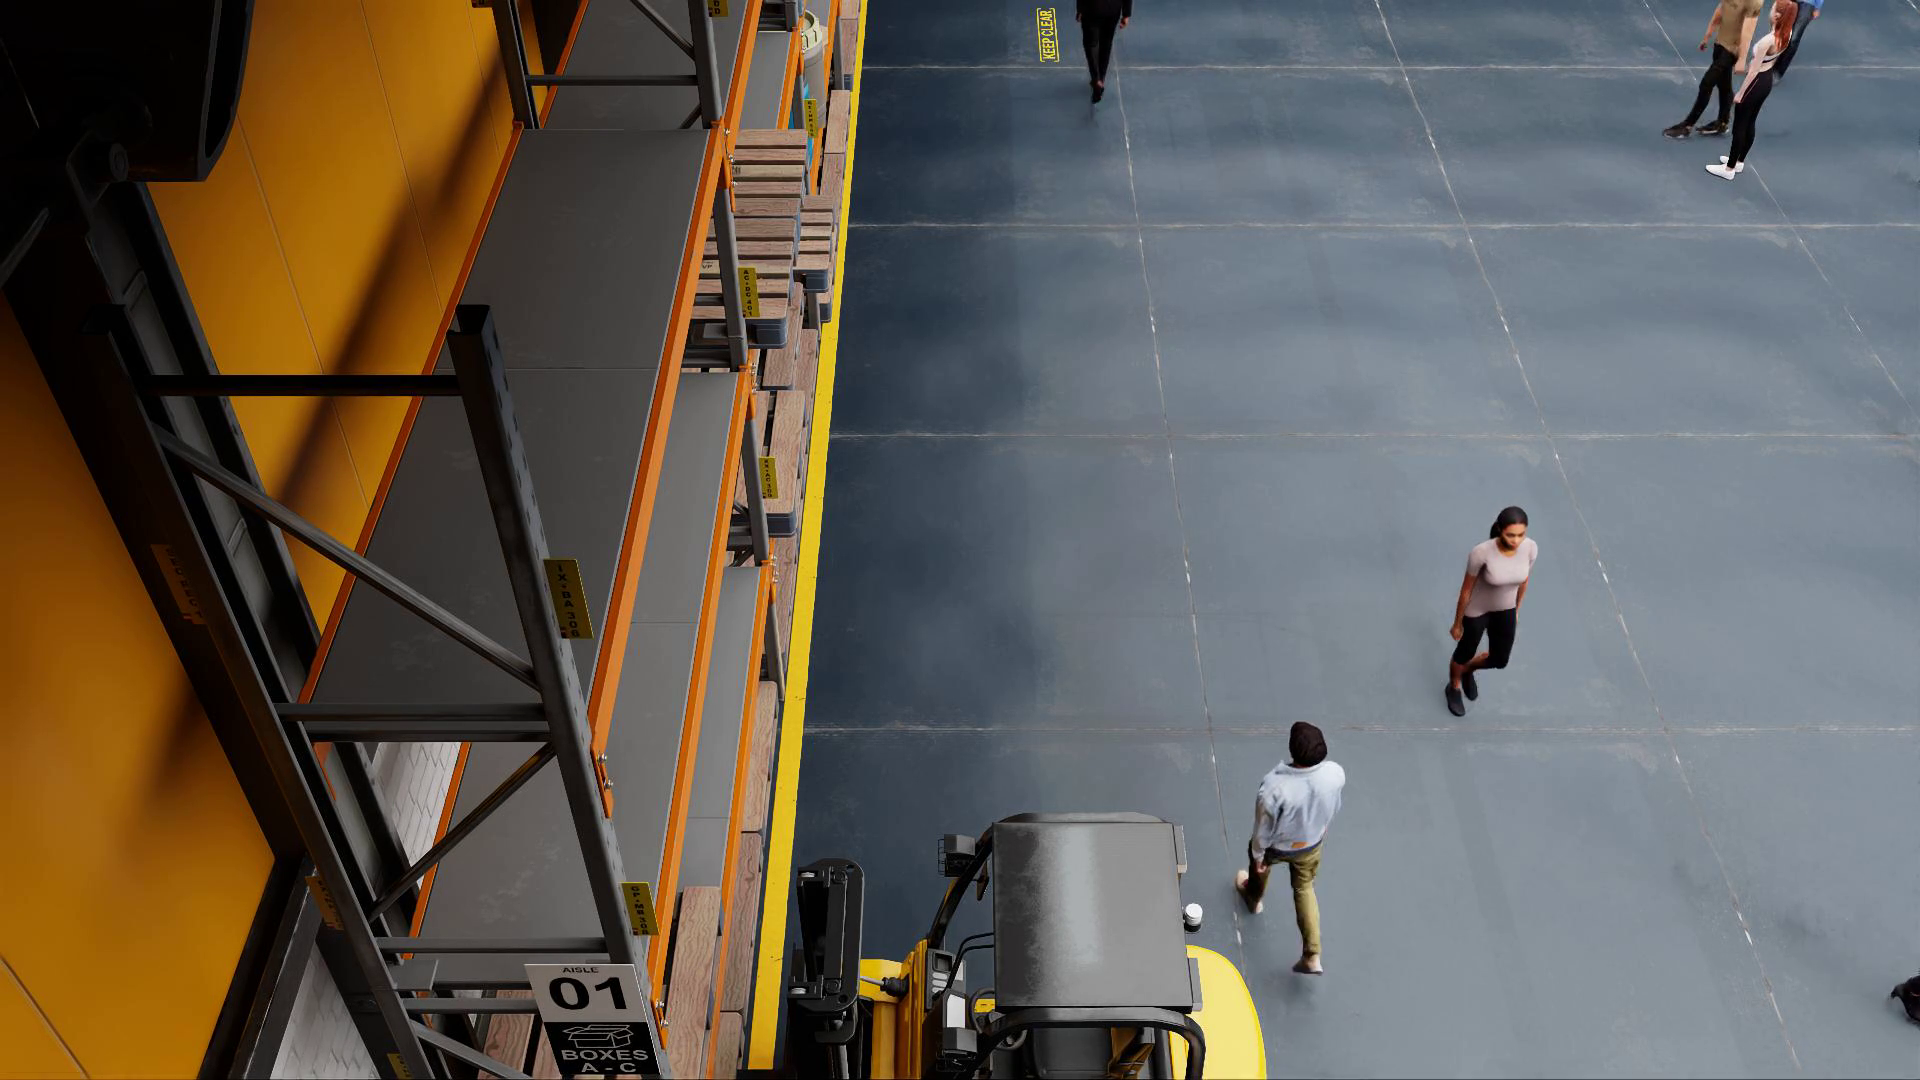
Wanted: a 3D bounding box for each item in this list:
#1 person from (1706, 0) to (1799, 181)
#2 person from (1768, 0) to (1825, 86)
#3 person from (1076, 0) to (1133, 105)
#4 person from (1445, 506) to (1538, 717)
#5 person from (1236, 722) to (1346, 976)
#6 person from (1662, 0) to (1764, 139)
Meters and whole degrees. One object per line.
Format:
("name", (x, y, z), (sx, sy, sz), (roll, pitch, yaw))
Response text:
("person", (7.350, -4.166, 15.351), (0.669, 1.742, 0.709), (-29, 51, -27))
("person", (8.474, -5.480, 16.685), (0.884, 1.804, 0.944), (33, 53, 30))
("person", (1.395, -5.173, 16.316), (0.724, 1.870, 0.978), (-2, 44, -2))
("person", (3.316, 0.399, 10.565), (0.648, 1.735, 0.656), (-5, 44, -5))
("person", (1.857, 1.701, 9.160), (0.866, 1.787, 1.197), (-11, 45, -11))
("person", (7.399, -4.674, 15.832), (0.851, 1.815, 0.928), (-5, 44, -5))
